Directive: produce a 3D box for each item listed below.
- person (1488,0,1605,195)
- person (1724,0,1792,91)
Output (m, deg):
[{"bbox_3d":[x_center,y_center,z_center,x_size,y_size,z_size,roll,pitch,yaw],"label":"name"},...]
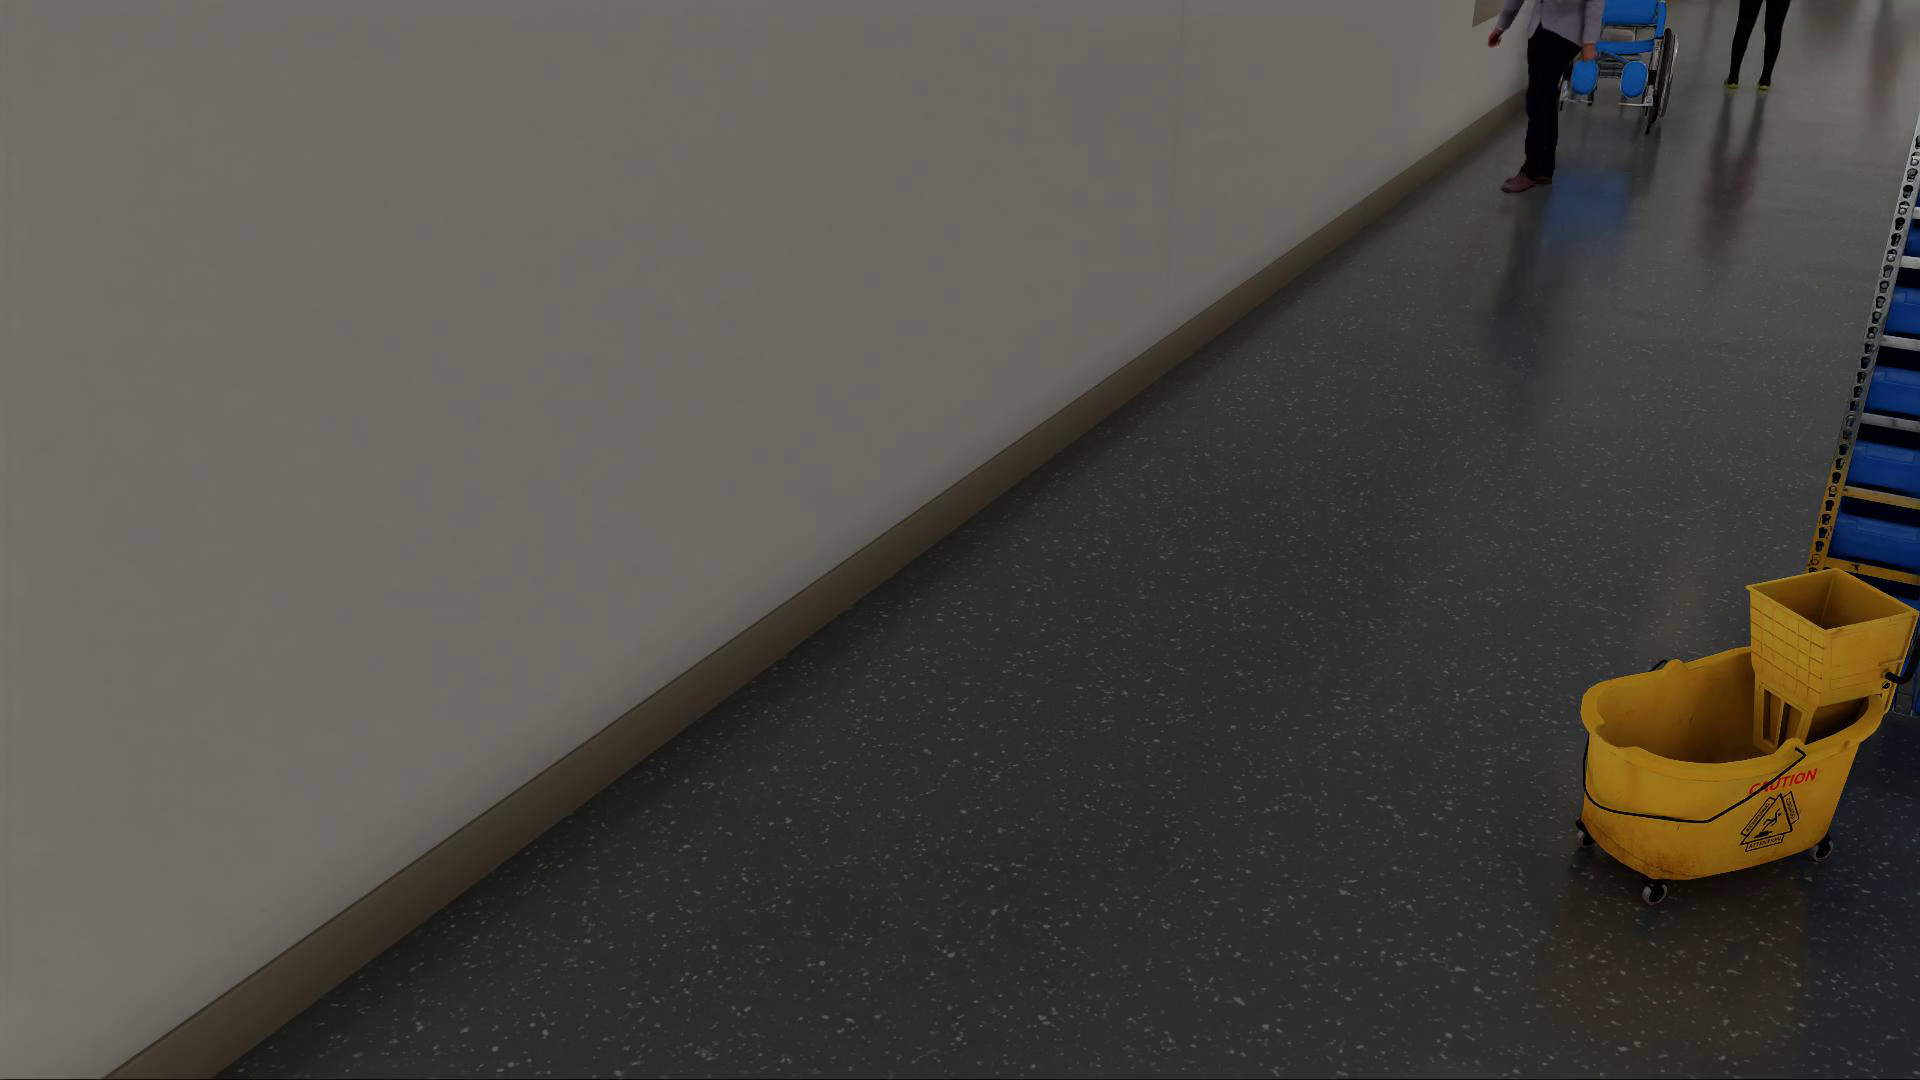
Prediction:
[{"bbox_3d":[3.538,-2.948,9.666,1.005,1.832,0.936,-7,27,-14],"label":"person"},{"bbox_3d":[6.155,-4.236,12.659,0.454,1.551,0.594,12,28,23],"label":"person"}]
